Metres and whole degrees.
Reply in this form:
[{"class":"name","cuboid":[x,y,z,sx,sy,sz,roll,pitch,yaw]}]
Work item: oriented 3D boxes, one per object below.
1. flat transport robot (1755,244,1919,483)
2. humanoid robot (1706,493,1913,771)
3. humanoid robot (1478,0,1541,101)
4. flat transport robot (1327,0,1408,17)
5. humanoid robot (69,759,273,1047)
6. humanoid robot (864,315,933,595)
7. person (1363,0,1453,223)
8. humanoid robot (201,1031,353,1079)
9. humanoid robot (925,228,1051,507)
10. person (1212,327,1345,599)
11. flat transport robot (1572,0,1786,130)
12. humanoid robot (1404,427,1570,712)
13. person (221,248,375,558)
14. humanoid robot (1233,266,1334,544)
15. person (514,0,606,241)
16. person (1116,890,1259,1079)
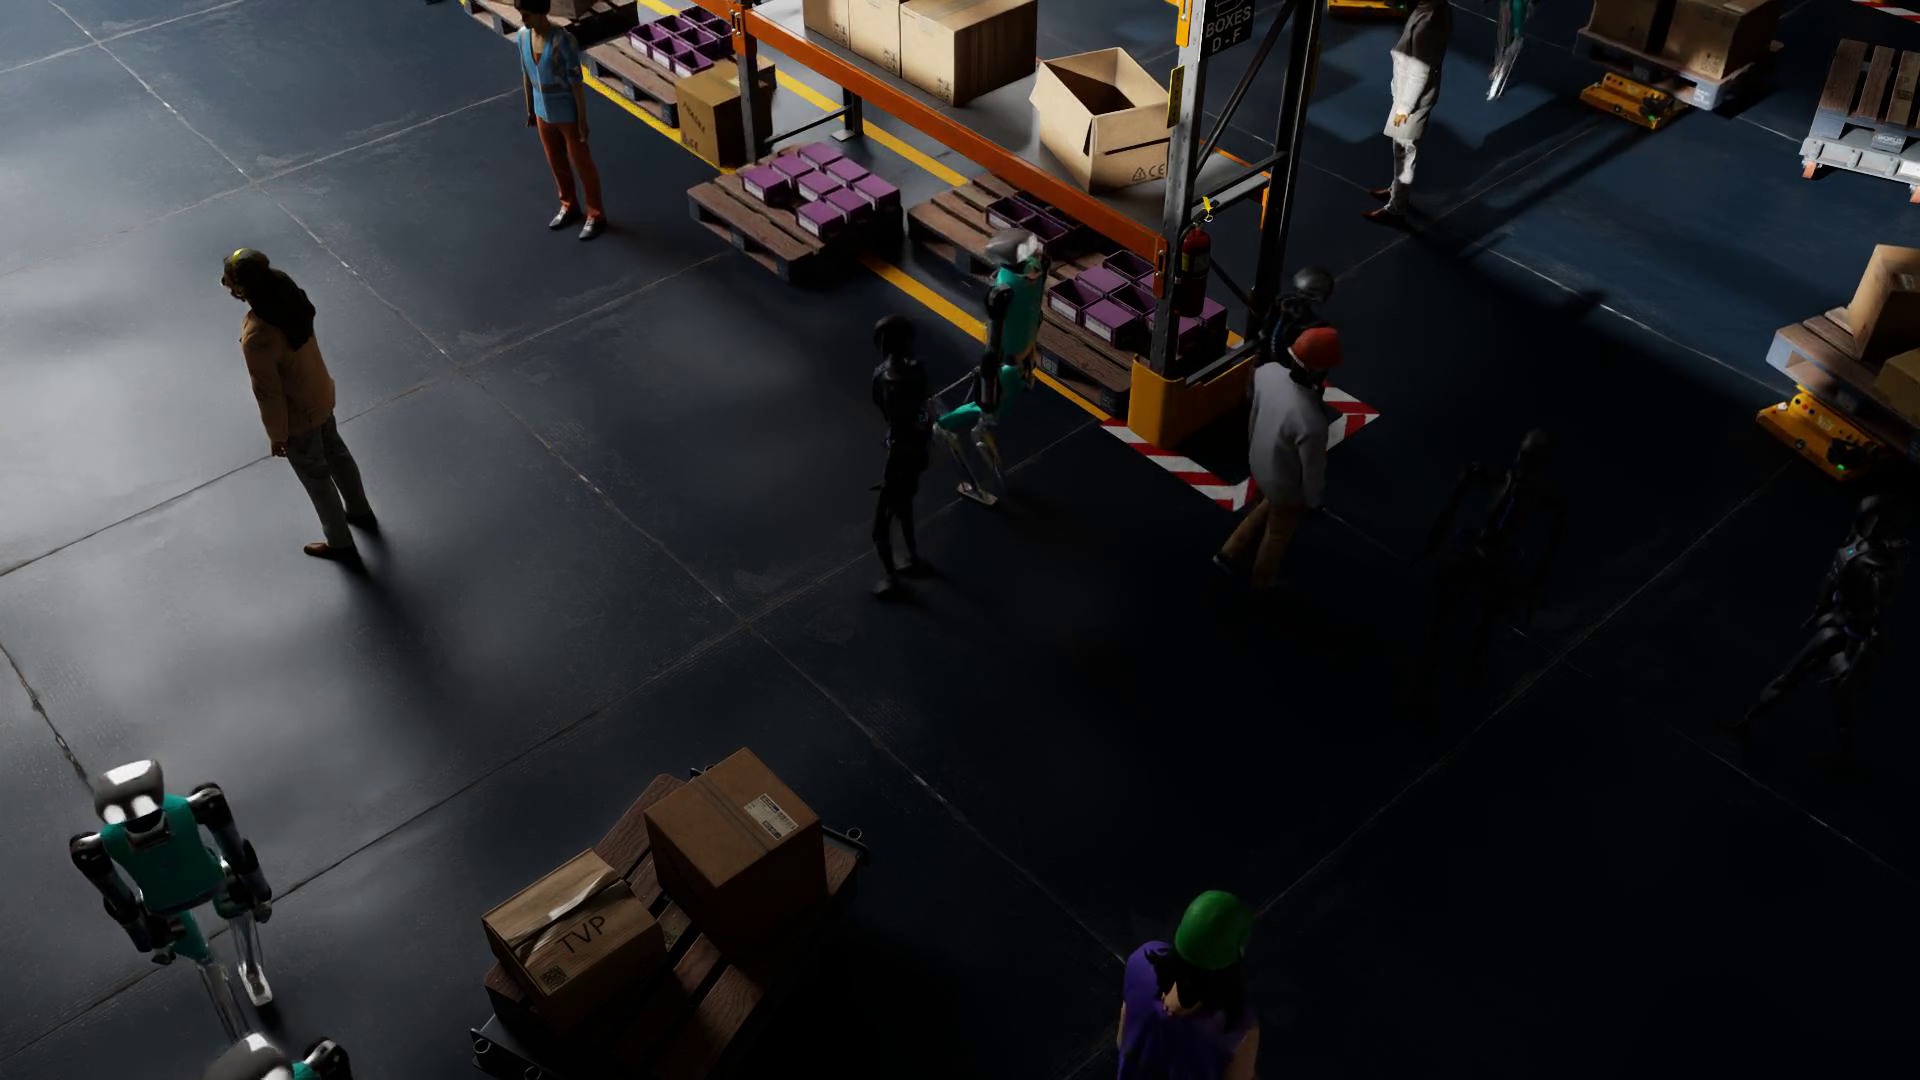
[{"class":"flat transport robot","cuboid":[5.554,-0.793,9.958,1.431,0.231,0.659,-19,46,-19]},{"class":"humanoid robot","cuboid":[4.008,0.456,7.580,0.730,1.634,0.616,5,43,5]},{"class":"humanoid robot","cuboid":[4.226,-4.239,12.625,0.548,1.765,0.789,28,49,27]},{"class":"flat transport robot","cuboid":[3.513,-4.957,14.487,0.659,0.231,1.431,4,43,5]},{"class":"humanoid robot","cuboid":[-3.029,1.359,6.565,0.539,1.815,0.766,-22,47,-22]},{"class":"humanoid robot","cuboid":[-0.342,-0.438,8.530,0.434,1.650,0.612,3,43,4]},{"class":"person","cuboid":[3.043,-3.011,11.215,0.365,1.836,0.503,14,45,15]},{"class":"humanoid robot","cuboid":[-2.320,2.180,5.722,0.733,1.906,0.539,25,48,25]},{"class":"humanoid robot","cuboid":[0.109,-0.904,9.021,0.716,1.820,0.554,22,47,22]},{"class":"person","cuboid":[1.640,-0.350,8.386,0.395,1.734,0.580,-12,44,-13]},{"class":"flat transport robot","cuboid":[5.562,-3.641,13.055,1.431,0.231,0.659,-31,51,-29]},{"class":"humanoid robot","cuboid":[2.477,0.134,7.940,0.631,1.641,0.629,21,47,22]},{"class":"person","cuboid":[-3.432,-0.701,8.679,0.390,1.870,0.559,3,43,4]},{"class":"humanoid robot","cuboid":[1.706,-0.746,8.873,0.547,1.641,0.613,-18,45,-18]},{"class":"person","cuboid":[-2.691,-2.852,11.099,0.502,1.758,0.339,19,46,19]},{"class":"person","cuboid":[0.770,1.888,5.824,0.453,1.920,0.555,-32,51,-30]}]
